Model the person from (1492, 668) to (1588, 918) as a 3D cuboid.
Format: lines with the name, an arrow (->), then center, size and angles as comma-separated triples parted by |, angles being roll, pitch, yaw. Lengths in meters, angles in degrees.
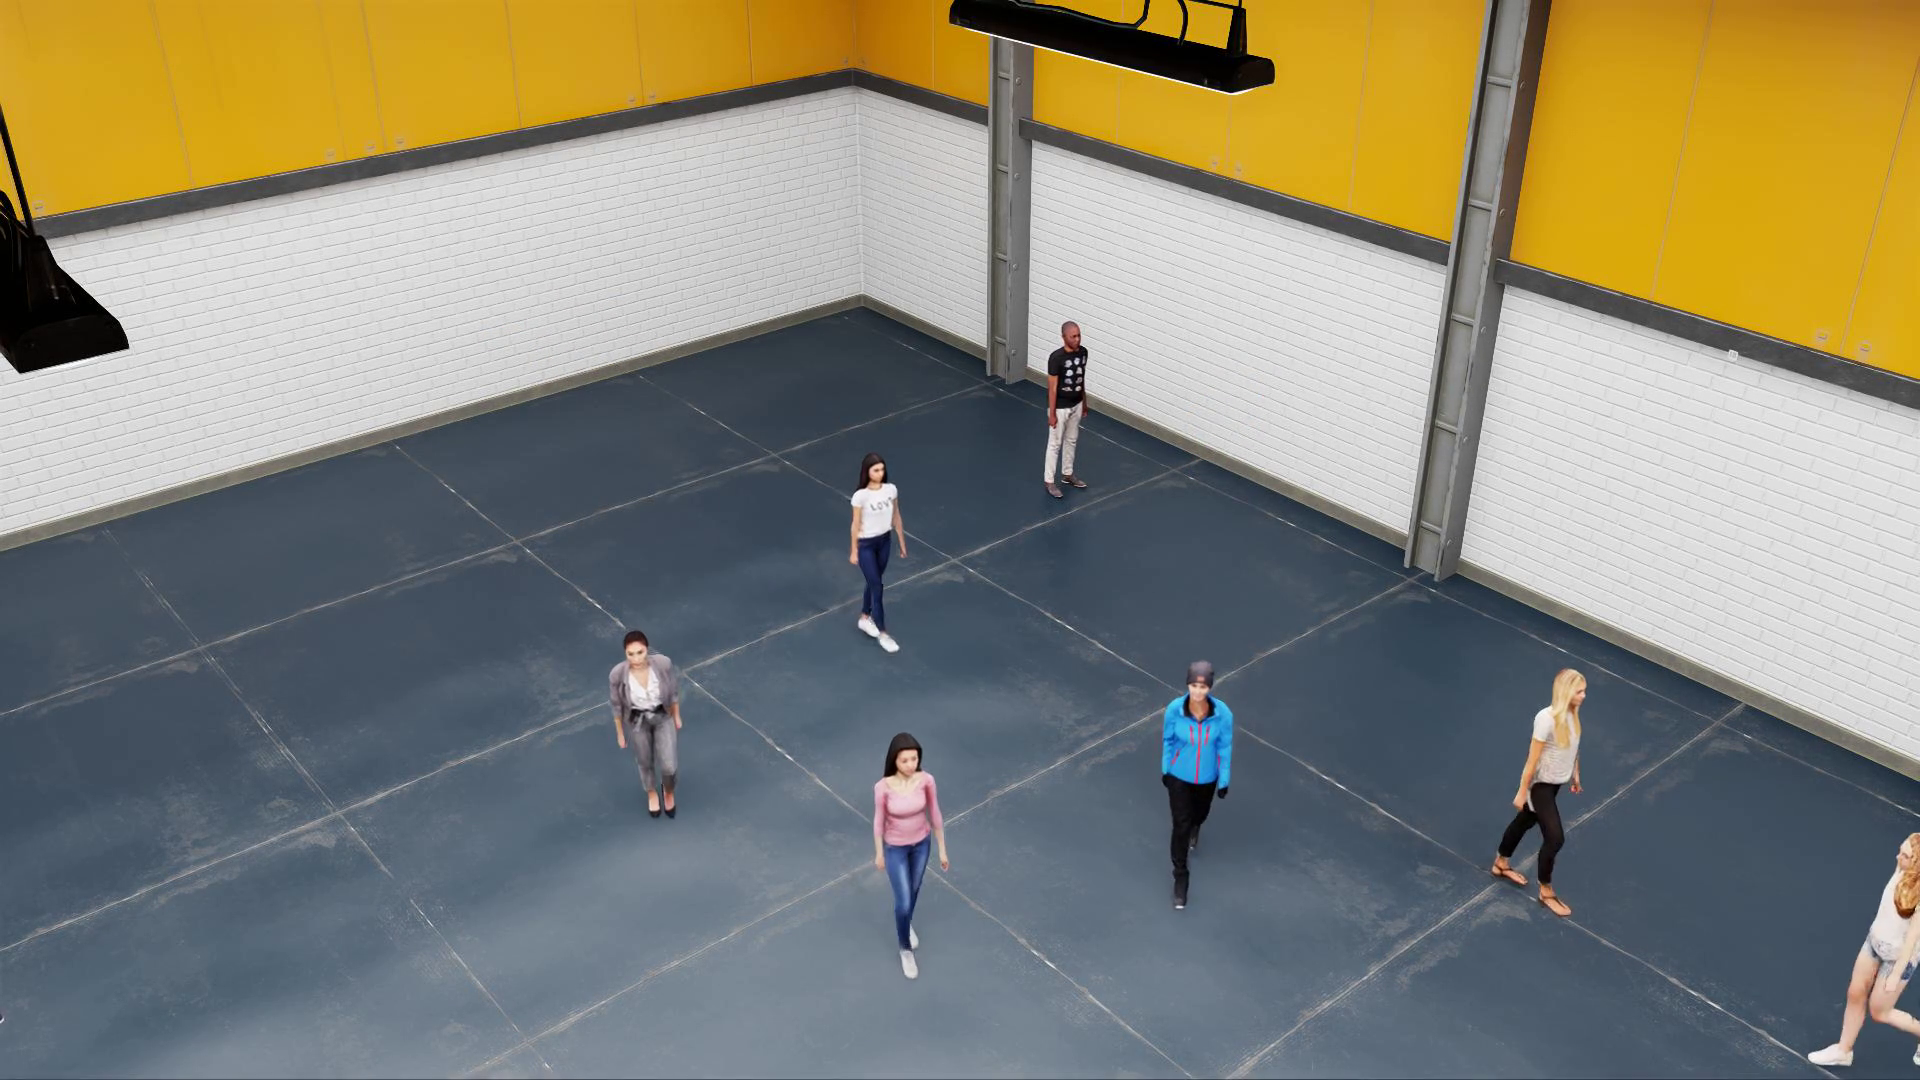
person -> 3.842, 1.613, 11.222 | 0.893, 1.804, 0.717 | 23, 36, 36

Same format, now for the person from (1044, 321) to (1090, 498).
person -> 1.061, -1.342, 16.639 | 0.641, 1.804, 0.584 | -21, 35, -33

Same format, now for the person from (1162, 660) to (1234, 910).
person -> 1.606, 1.572, 11.343 | 1.148, 1.761, 1.144 | 5, 29, 9

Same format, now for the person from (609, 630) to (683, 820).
person -> -2.239, 1.292, 11.973 | 0.743, 1.650, 0.763 | -7, 29, -12

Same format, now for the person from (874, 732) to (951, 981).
person -> -0.361, 1.928, 10.728 | 0.726, 1.725, 0.856 | -11, 31, -20

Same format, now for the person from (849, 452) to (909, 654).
person -> -0.789, 0.045, 14.147 | 0.618, 1.756, 0.839 | -23, 36, -35

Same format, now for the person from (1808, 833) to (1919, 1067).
person -> 5.548, 2.460, 9.738 | 1.017, 1.739, 0.968 | 2, 29, 4
